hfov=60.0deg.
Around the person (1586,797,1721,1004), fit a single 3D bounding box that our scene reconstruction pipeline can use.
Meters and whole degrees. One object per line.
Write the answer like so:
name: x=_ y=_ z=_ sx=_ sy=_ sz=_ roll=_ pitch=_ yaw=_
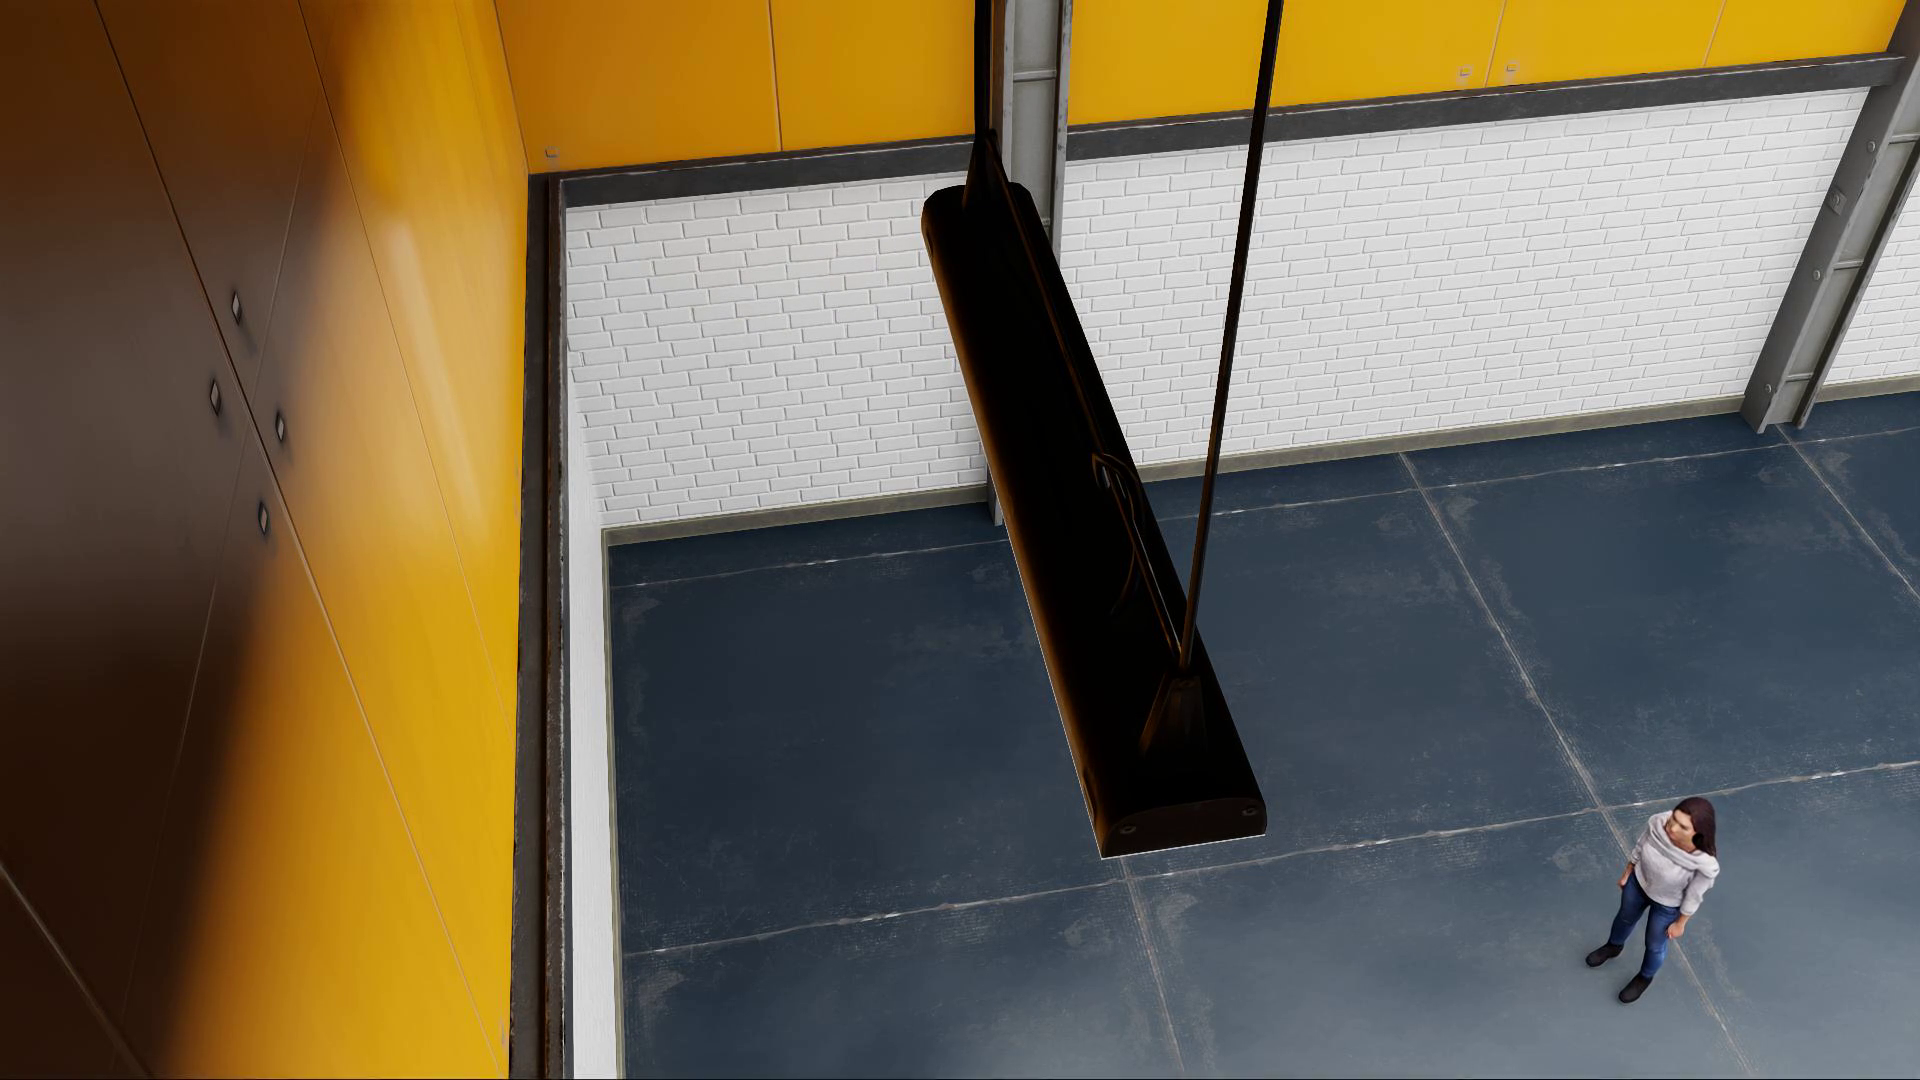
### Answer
person: x=3.714 y=1.873 z=8.832 sx=0.619 sy=1.629 sz=0.655 roll=-20 pitch=47 yaw=-20
